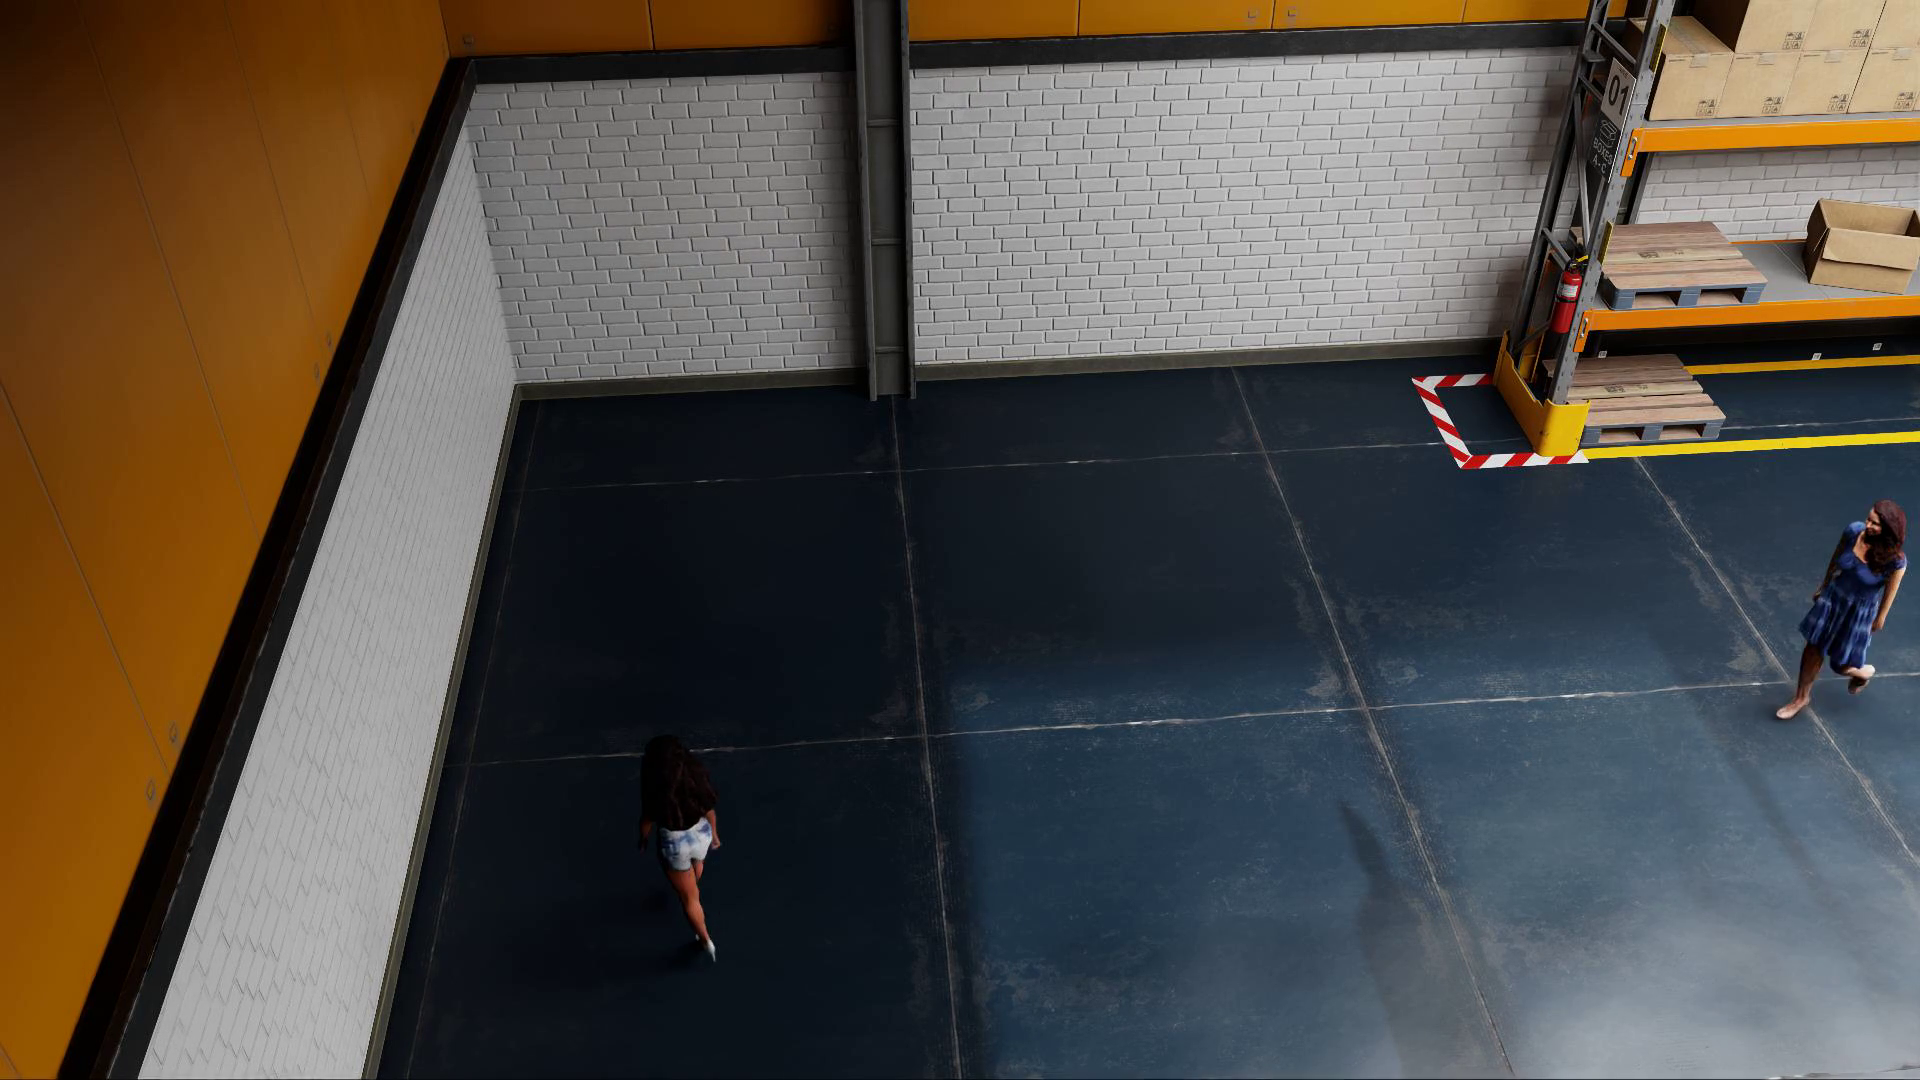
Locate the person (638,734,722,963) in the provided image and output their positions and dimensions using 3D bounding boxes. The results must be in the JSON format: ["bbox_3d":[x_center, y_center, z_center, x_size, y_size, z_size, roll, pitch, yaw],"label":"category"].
[{"bbox_3d":[-1.496,1.761,9.233,0.882,1.602,0.876,-26,45,-29],"label":"person"}]

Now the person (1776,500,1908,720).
[{"bbox_3d":[5.749,0.466,10.706,0.946,1.787,0.795,-14,41,-17],"label":"person"}]
